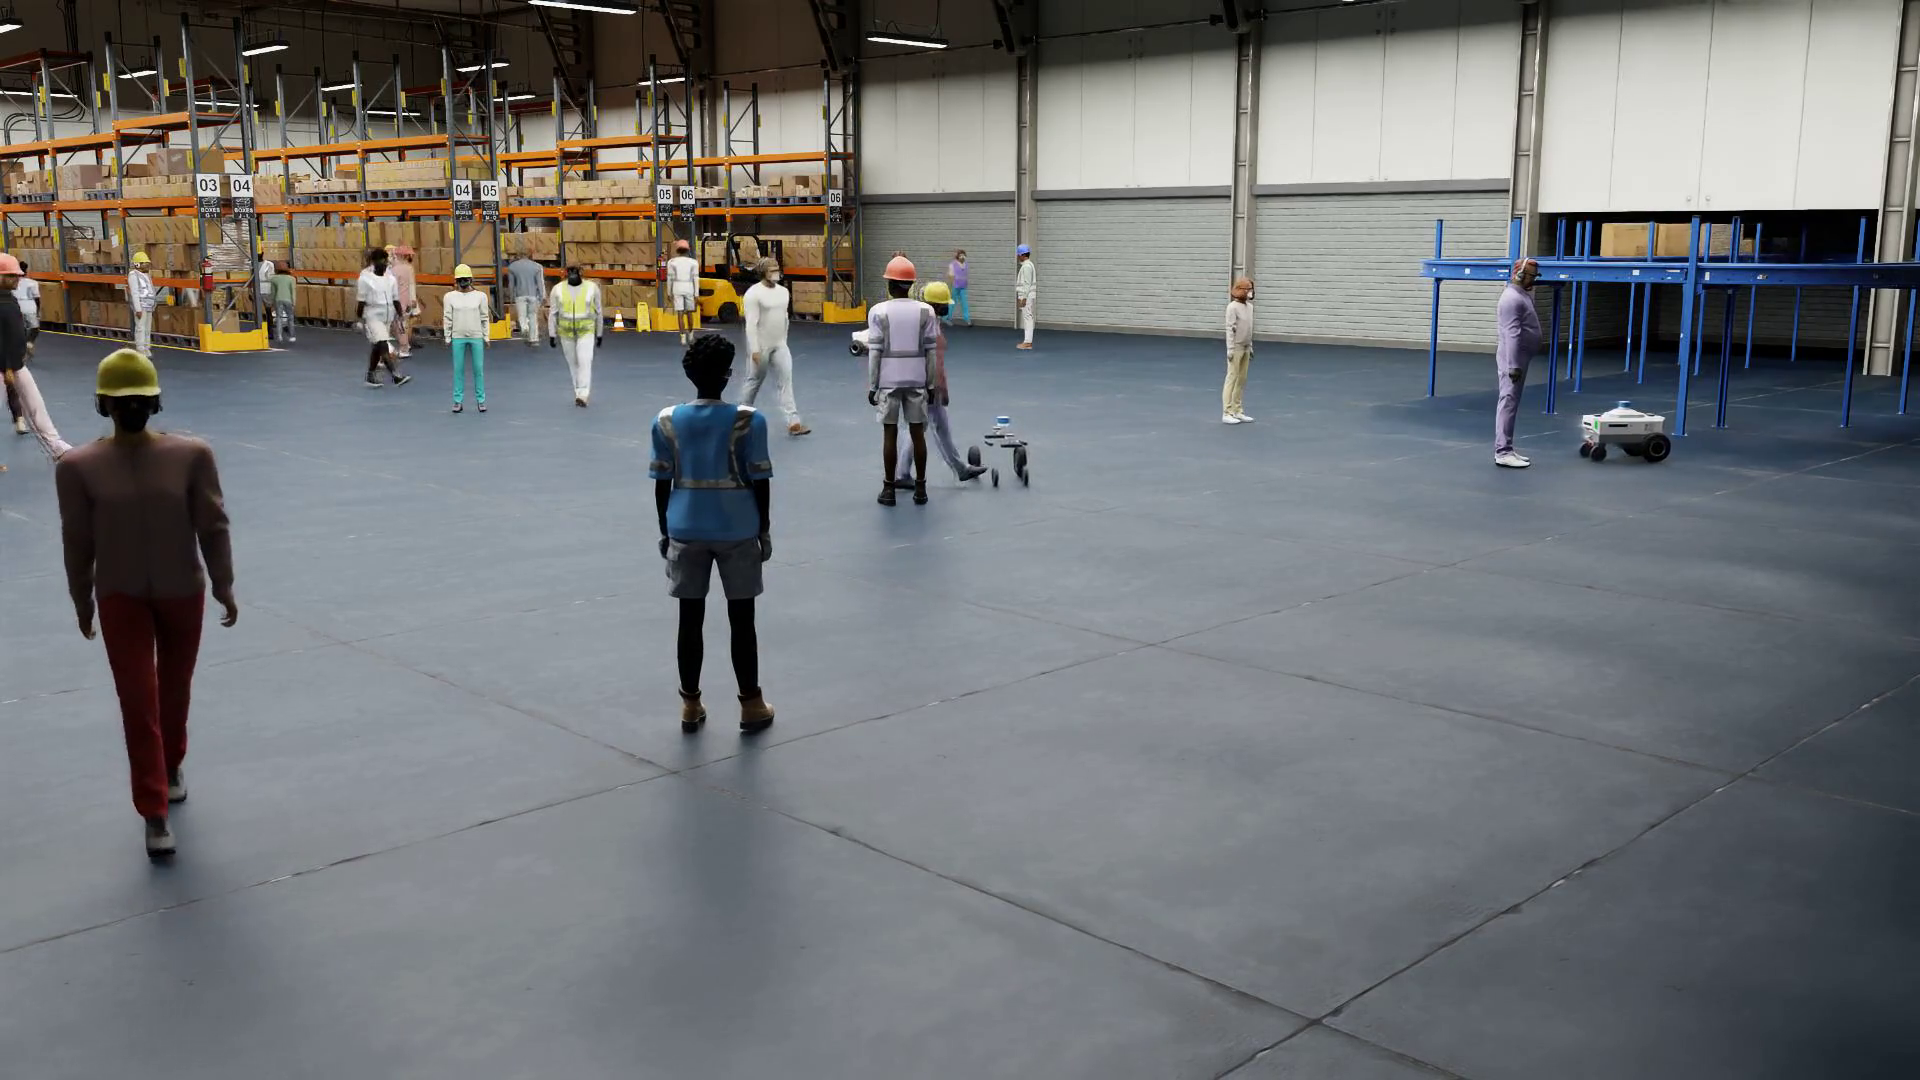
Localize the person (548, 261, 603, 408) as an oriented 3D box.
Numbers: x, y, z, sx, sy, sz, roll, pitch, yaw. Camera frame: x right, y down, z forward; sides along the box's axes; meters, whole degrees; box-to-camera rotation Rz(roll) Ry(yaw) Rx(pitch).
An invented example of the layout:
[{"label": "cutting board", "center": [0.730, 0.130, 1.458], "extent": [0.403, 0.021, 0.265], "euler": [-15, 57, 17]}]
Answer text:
[{"label": "person", "center": [-4.755, -2.538, 20.540], "extent": [0.643, 1.787, 0.974], "euler": [-1, 10, -3]}]

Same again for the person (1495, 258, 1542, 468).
[{"label": "person", "center": [5.139, -1.635, 15.328], "extent": [0.407, 1.902, 0.639], "euler": [4, 11, 19]}]

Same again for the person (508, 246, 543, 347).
[{"label": "person", "center": [-8.234, -4.622, 31.575], "extent": [0.647, 1.910, 0.617], "euler": [-3, 11, -15]}]

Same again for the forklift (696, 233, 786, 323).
[{"label": "forklift", "center": [-5.496, -6.489, 41.108], "extent": [2.313, 2.155, 1.214], "euler": [-10, 14, -44]}]

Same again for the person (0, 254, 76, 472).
[{"label": "person", "center": [-8.433, -1.568, 14.852], "extent": [1.027, 1.936, 0.659], "euler": [-1, 10, -6]}]

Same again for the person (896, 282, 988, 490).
[{"label": "person", "center": [-0.146, -1.280, 13.866], "extent": [0.878, 1.714, 0.533], "euler": [-2, 11, -13]}]

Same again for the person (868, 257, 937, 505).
[{"label": "person", "center": [-0.462, -1.256, 13.144], "extent": [0.551, 1.940, 0.345], "euler": [-3, 11, -14]}]

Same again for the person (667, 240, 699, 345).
[{"label": "person", "center": [-5.404, -4.826, 32.437], "extent": [0.628, 1.994, 0.999], "euler": [-2, 11, -12]}]

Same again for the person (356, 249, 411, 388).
[{"label": "person", "center": [-7.959, -3.058, 23.036], "extent": [0.995, 1.910, 0.625], "euler": [6, 12, 29]}]

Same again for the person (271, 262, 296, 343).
[{"label": "person", "center": [-13.392, -4.702, 32.907], "extent": [0.511, 1.599, 0.832], "euler": [-1, 10, -7]}]

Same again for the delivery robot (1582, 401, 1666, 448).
[{"label": "delivery robot", "center": [6.310, -1.079, 15.826], "extent": [0.707, 0.478, 0.477], "euler": [0, 10, -2]}]

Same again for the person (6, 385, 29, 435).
[{"label": "person", "center": [-10.312, -1.961, 17.769], "extent": [0.870, 1.655, 0.537], "euler": [10, 14, 44]}]

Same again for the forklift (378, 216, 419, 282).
[{"label": "forklift", "center": [-17.868, -9.201, 54.028], "extent": [1.873, 2.768, 1.129], "euler": [-10, 14, -44]}]

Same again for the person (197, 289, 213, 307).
[{"label": "person", "center": [-18.054, -6.045, 39.442], "extent": [0.645, 1.884, 0.815], "euler": [-1, 10, -7]}]

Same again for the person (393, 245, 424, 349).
[{"label": "person", "center": [-10.331, -4.530, 31.036], "extent": [0.521, 1.927, 0.560], "euler": [-9, 14, -41]}]

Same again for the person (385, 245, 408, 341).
[{"label": "person", "center": [-11.416, -4.996, 33.608], "extent": [0.380, 1.917, 0.586], "euler": [3, 11, 16]}]

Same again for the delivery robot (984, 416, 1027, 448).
[{"label": "delivery robot", "center": [0.373, -0.958, 14.460], "extent": [0.335, 0.223, 0.698], "euler": [-2, 11, -11]}]

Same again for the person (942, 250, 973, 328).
[{"label": "person", "center": [-0.048, -5.786, 38.306], "extent": [0.630, 1.785, 0.962], "euler": [-8, 13, -38]}]

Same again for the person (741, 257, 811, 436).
[{"label": "person", "center": [-2.027, -2.049, 17.641], "extent": [1.040, 1.885, 0.653], "euler": [9, 14, 42]}]

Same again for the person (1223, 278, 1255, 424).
[{"label": "person", "center": [3.174, -2.147, 18.848], "extent": [0.268, 1.631, 0.507], "euler": [8, 13, 39]}]

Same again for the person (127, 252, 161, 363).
[{"label": "person", "center": [-13.518, -3.844, 27.553], "extent": [0.404, 1.835, 0.587], "euler": [-1, 10, -5]}]

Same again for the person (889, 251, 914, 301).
[{"label": "person", "center": [-1.026, -4.102, 28.979], "extent": [0.431, 1.836, 0.619], "euler": [3, 11, 16]}]

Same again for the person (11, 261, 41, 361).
[{"label": "person", "center": [-15.821, -3.866, 28.094], "extent": [0.537, 1.686, 0.520], "euler": [-2, 11, -11]}]

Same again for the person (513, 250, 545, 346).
[{"label": "person", "center": [-8.315, -4.657, 31.896], "extent": [0.691, 1.861, 0.604], "euler": [7, 13, 34]}]

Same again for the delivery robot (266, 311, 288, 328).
[{"label": "delivery robot", "center": [-14.927, -4.858, 36.433], "extent": [0.477, 0.478, 0.707], "euler": [-8, 13, -38]}]

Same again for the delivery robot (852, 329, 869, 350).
[{"label": "delivery robot", "center": [-1.538, -3.579, 29.461], "extent": [0.707, 0.478, 0.477], "euler": [4, 11, 23]}]

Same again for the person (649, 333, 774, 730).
[{"label": "person", "center": [-1.051, -0.027, 7.113], "extent": [0.533, 1.697, 0.322], "euler": [2, 11, 9]}]

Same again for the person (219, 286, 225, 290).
[{"label": "person", "center": [-21.276, -7.576, 47.765], "extent": [0.555, 1.899, 0.976], "euler": [9, 14, 40]}]

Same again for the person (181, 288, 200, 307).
[{"label": "person", "center": [-16.989, -5.551, 36.871], "extent": [0.977, 1.830, 0.600], "euler": [6, 12, 28]}]

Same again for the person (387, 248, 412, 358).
[{"label": "person", "center": [-9.750, -4.092, 28.748], "extent": [0.446, 1.890, 0.648], "euler": [-2, 11, -9]}]

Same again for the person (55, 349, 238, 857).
[{"label": "person", "center": [-2.890, 0.177, 5.940], "extent": [0.528, 1.724, 0.903], "euler": [-7, 12, -33]}]

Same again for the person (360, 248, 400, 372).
[{"label": "person", "center": [-8.976, -3.557, 25.780], "extent": [0.684, 1.916, 0.628], "euler": [5, 12, 27]}]

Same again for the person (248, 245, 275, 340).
[{"label": "person", "center": [-14.261, -5.069, 33.946], "extent": [0.542, 1.939, 0.366], "euler": [-1, 10, -6]}]

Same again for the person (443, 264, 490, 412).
[{"label": "person", "center": [-5.923, -2.424, 19.994], "extent": [0.534, 1.767, 0.317], "euler": [-3, 11, -15]}]

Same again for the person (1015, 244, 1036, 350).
[{"label": "person", "center": [1.225, -4.537, 31.050], "extent": [0.403, 1.937, 0.604], "euler": [1, 10, 6]}]
